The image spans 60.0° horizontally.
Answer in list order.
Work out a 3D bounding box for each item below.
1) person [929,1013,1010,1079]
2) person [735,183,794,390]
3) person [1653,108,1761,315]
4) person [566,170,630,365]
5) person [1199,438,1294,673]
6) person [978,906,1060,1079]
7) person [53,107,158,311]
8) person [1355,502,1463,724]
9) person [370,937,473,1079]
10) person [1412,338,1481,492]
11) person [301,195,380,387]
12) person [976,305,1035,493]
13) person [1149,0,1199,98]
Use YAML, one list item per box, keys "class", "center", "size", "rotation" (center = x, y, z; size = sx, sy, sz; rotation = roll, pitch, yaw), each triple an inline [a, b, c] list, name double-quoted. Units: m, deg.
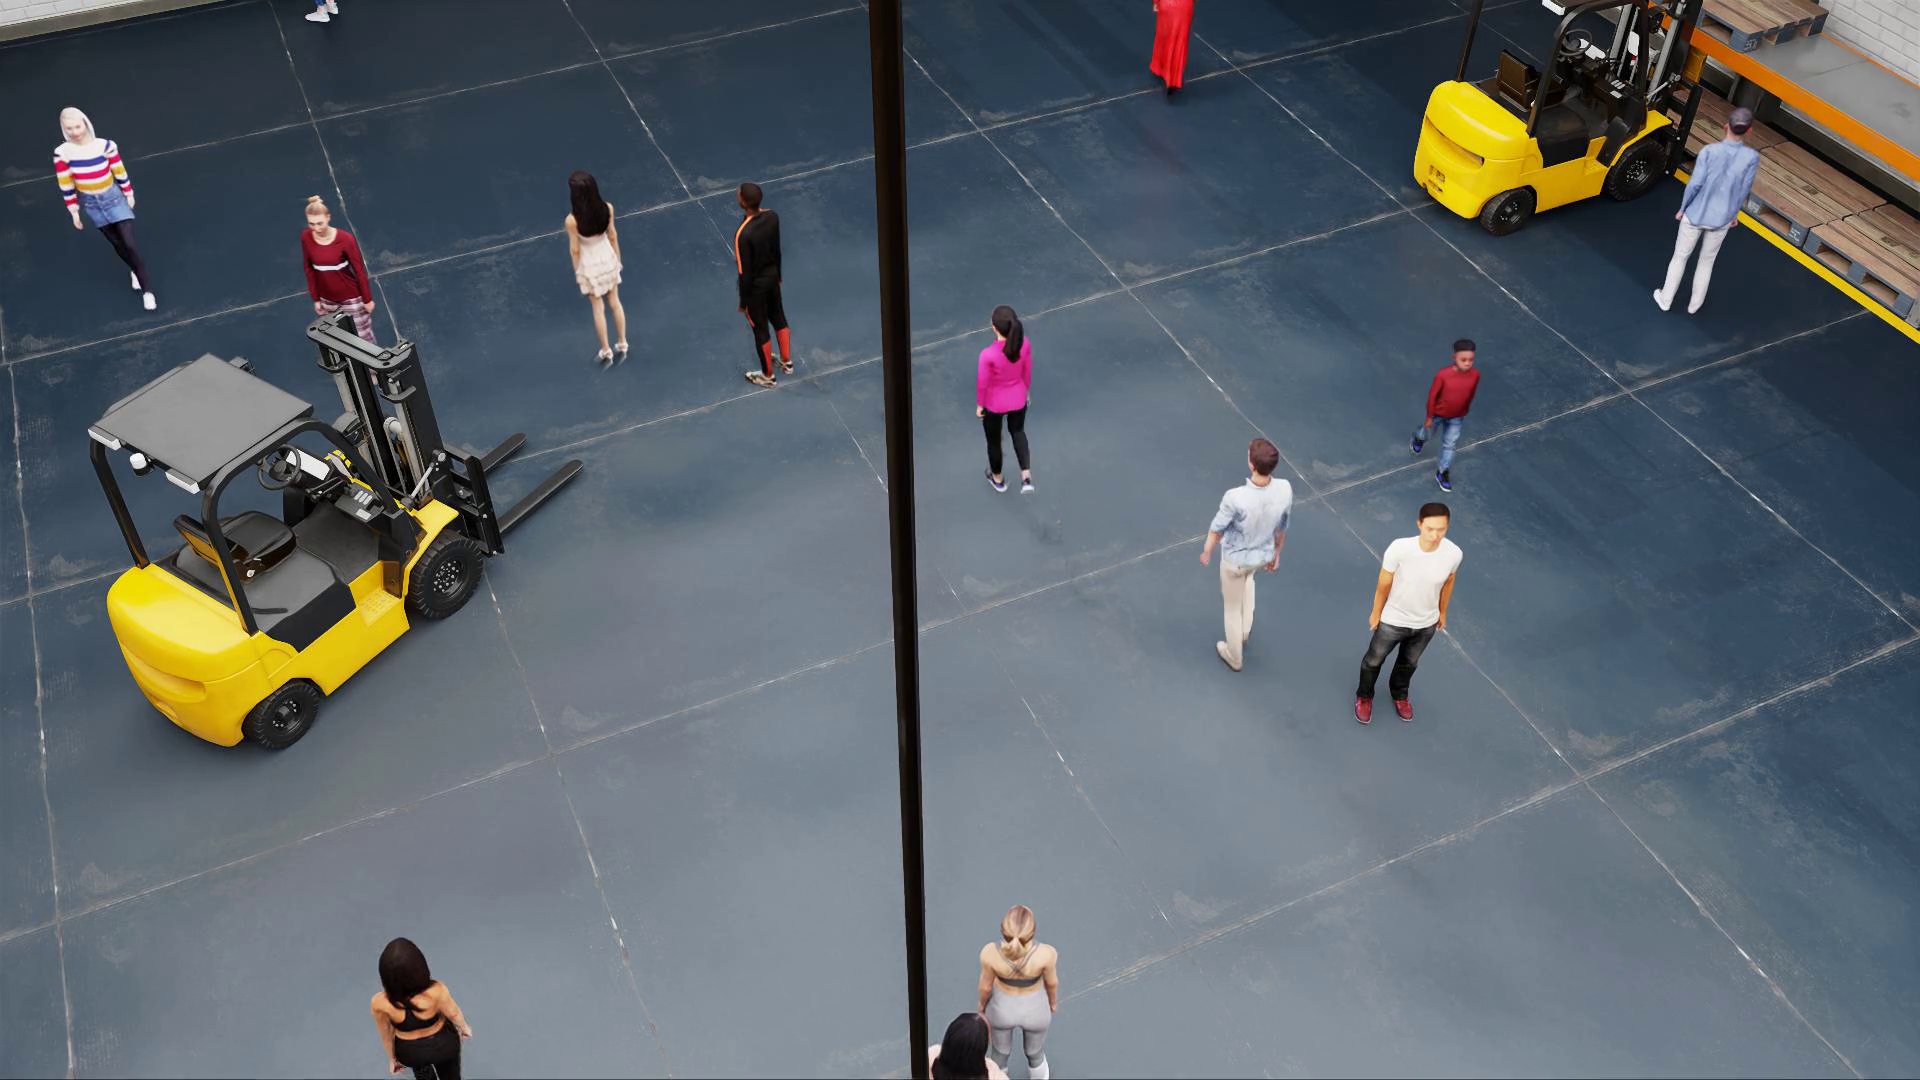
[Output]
- class: "person"
  center: [0.046, 2.831, 8.083]
  size: [0.675, 1.722, 0.755]
  rotation: [18, 46, 18]
- class: "person"
  center: [-1.564, -2.016, 13.109]
  size: [0.701, 1.808, 0.709]
  rotation: [27, 50, 25]
- class: "person"
  center: [6.209, -2.717, 13.787]
  size: [0.737, 1.887, 0.767]
  rotation: [9, 44, 10]
- class: "person"
  center: [-2.890, -2.176, 13.330]
  size: [0.577, 1.734, 0.551]
  rotation: [-23, 48, -22]
- class: "person"
  center: [1.901, 0.163, 10.806]
  size: [0.658, 1.829, 0.675]
  rotation: [-17, 46, -17]
- class: "person"
  center: [0.297, 2.405, 8.545]
  size: [0.654, 1.702, 0.674]
  rotation: [1, 44, 1]
- class: "person"
  center: [-7.203, -2.862, 14.020]
  size: [0.741, 1.775, 1.001]
  rotation: [-12, 45, -12]
- class: "person"
  center: [2.838, 0.452, 10.528]
  size: [0.710, 1.804, 0.677]
  rotation: [-1, 44, -1]
- class: "person"
  center: [-2.677, 2.617, 8.376]
  size: [0.605, 1.629, 0.608]
  rotation: [-11, 45, -11]
- class: "person"
  center: [3.629, -1.005, 12.461]
  size: [0.717, 1.238, 0.881]
  rotation: [1, 44, 1]
- class: "person"
  center: [-4.877, -1.949, 13.116]
  size: [0.686, 1.701, 0.664]
  rotation: [1, 44, 1]
- class: "person"
  center: [0.367, -0.955, 12.087]
  size: [0.596, 1.692, 0.791]
  rotation: [-18, 47, -18]
- class: "person"
  center: [2.153, -5.279, 16.581]
  size: [0.981, 1.754, 1.098]
  rotation: [9, 44, 9]
